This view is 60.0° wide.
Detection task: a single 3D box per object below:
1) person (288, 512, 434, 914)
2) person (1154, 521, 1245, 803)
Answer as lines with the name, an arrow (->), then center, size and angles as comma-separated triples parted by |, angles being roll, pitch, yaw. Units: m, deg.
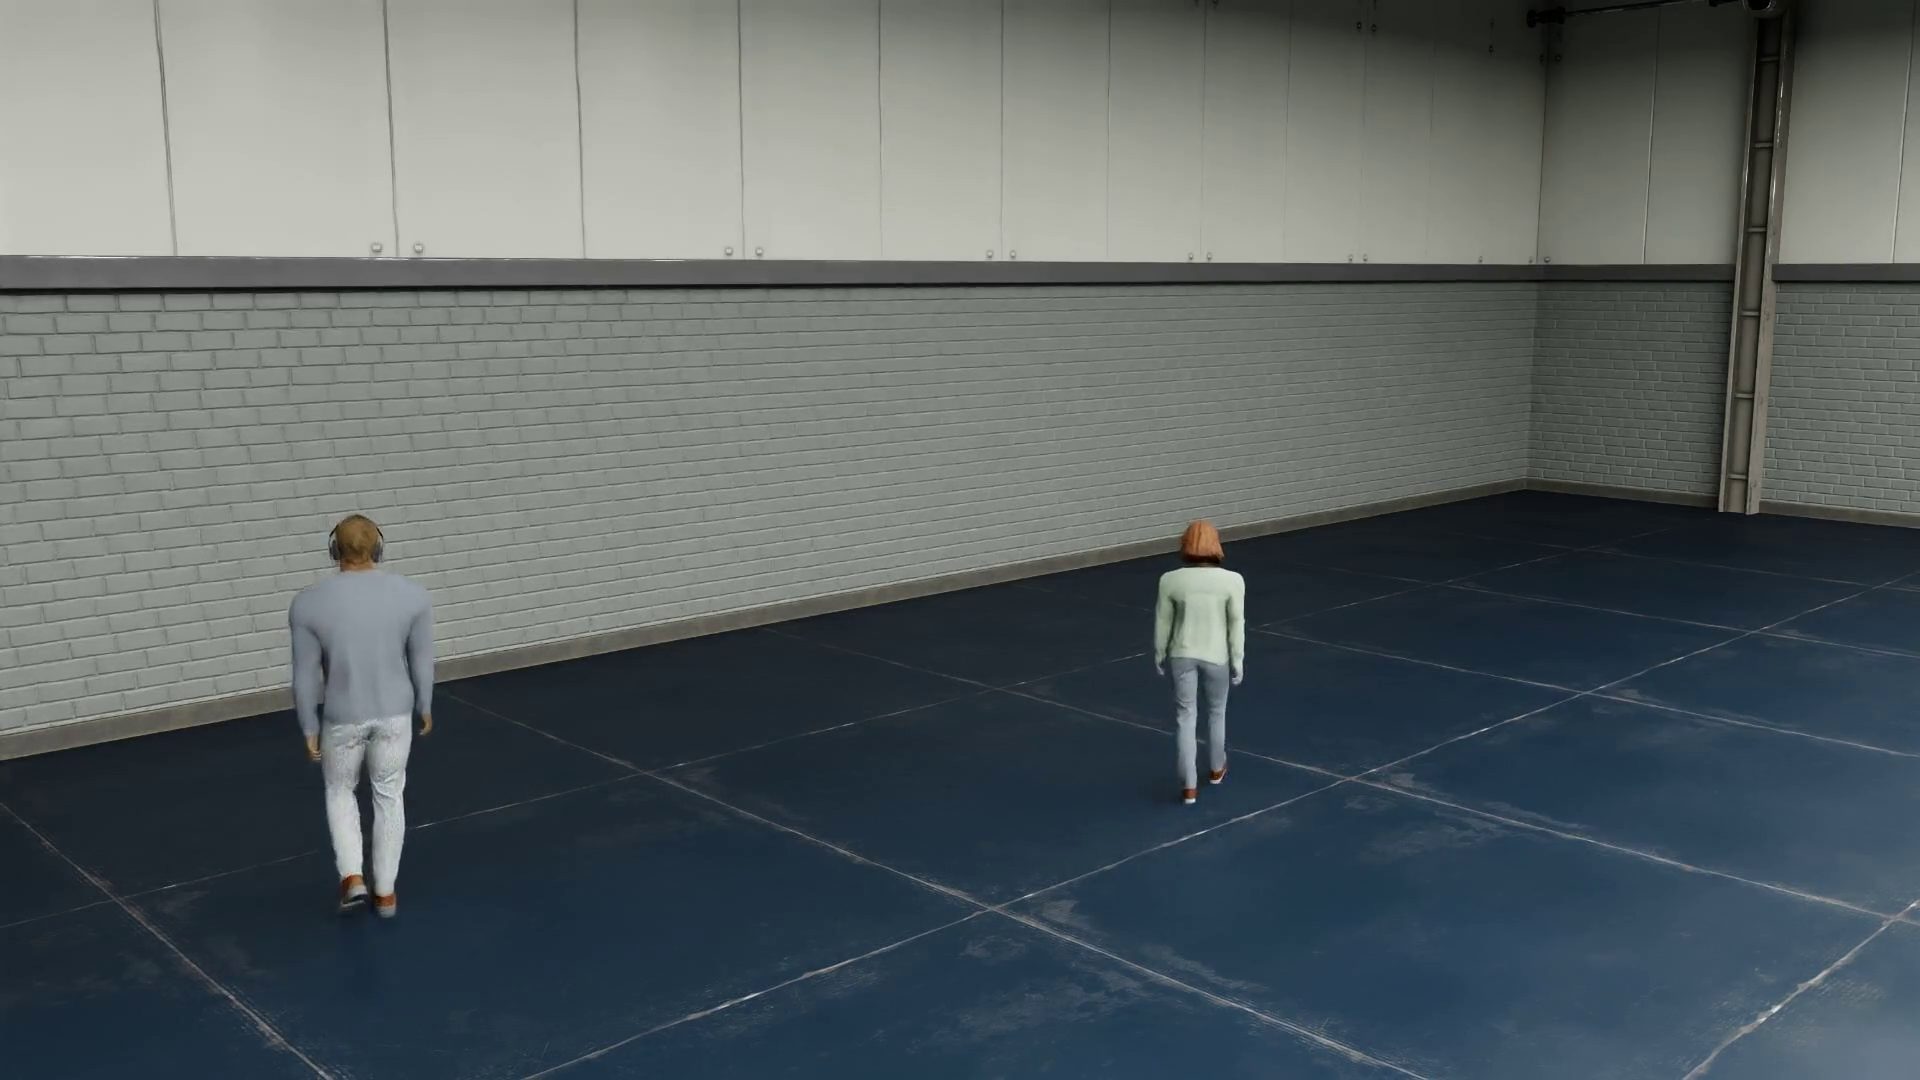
person -> -2.794, 0.822, 7.838 | 0.632, 1.920, 0.428 | -4, 10, -23
person -> 1.391, 0.683, 9.656 | 0.519, 1.607, 0.628 | 2, 9, 12
